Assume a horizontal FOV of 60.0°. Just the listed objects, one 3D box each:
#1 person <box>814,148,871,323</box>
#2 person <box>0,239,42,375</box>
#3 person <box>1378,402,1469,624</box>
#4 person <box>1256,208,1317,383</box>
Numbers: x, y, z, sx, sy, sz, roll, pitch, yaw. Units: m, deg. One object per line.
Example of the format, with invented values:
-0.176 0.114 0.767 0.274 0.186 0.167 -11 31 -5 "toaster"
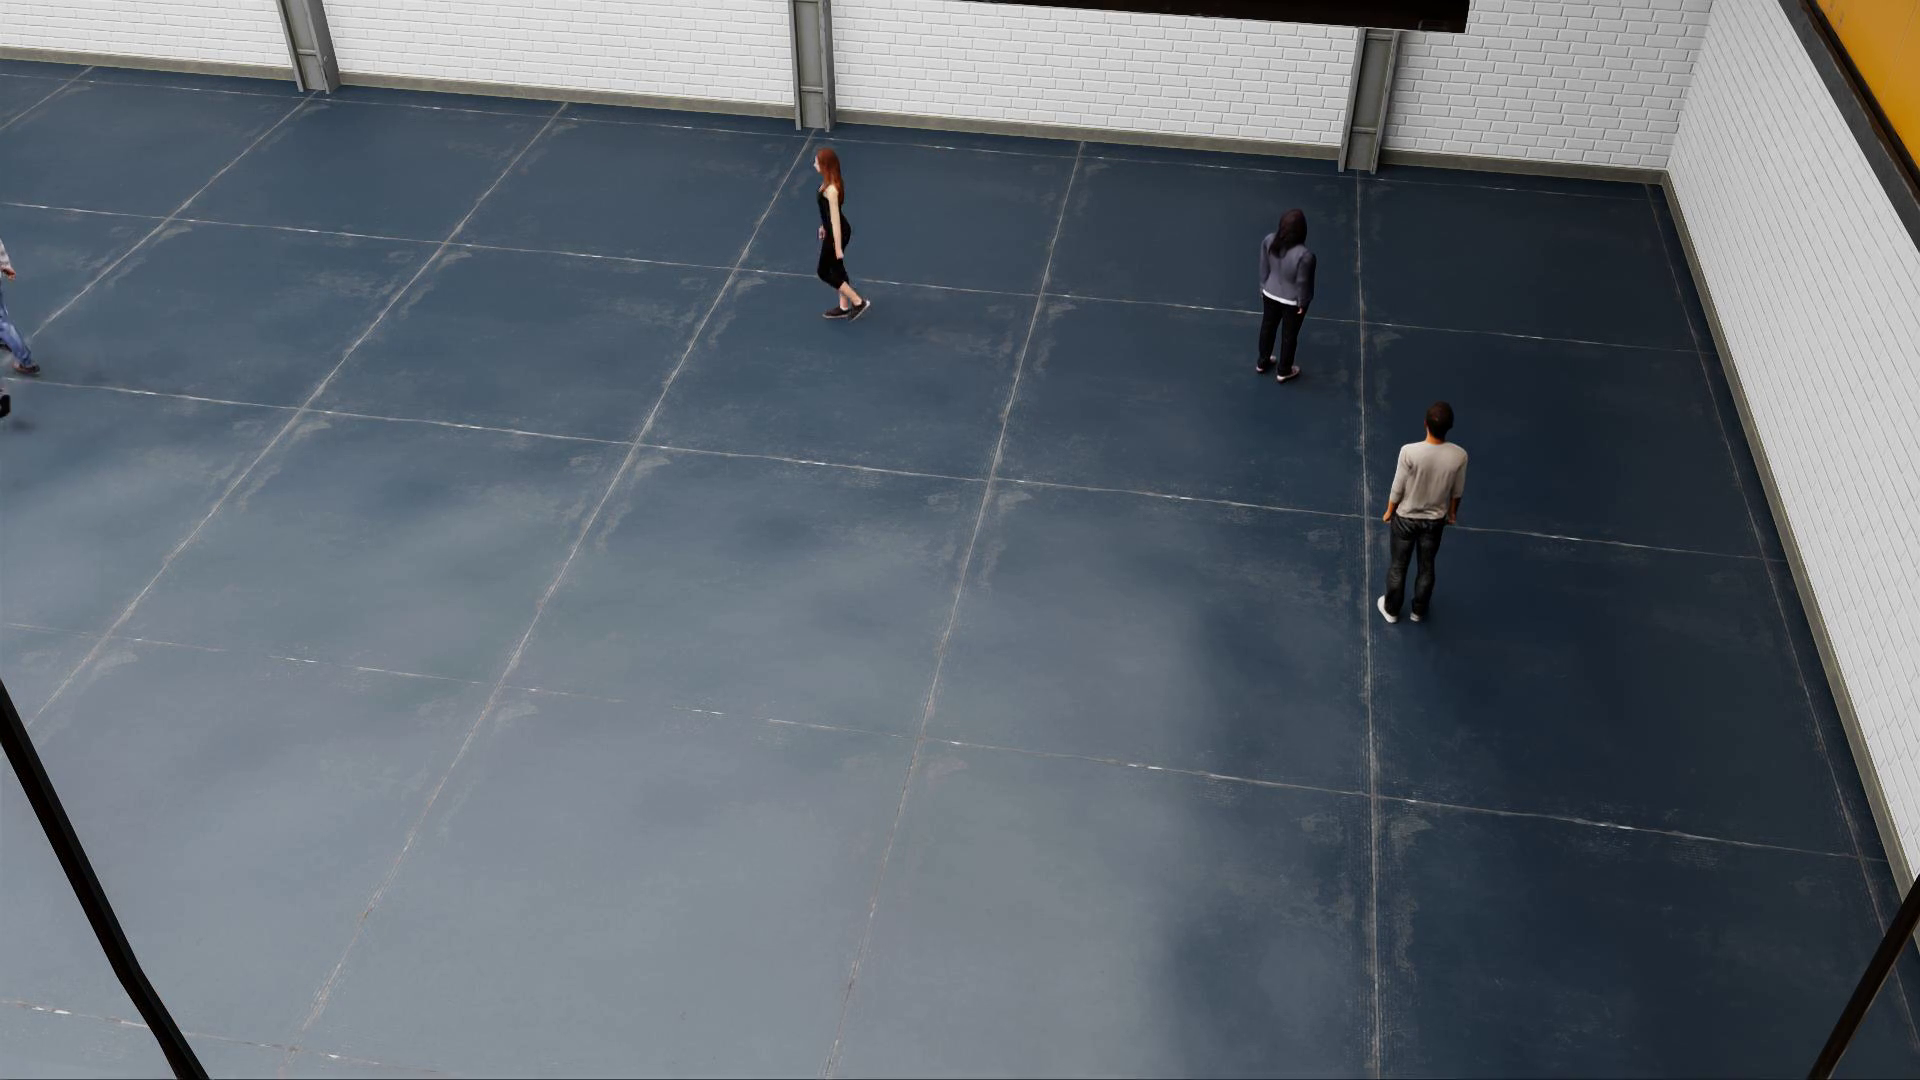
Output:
-1.024 -2.713 14.921 0.730 1.711 0.645 2 39 2 "person"
-8.300 -2.221 14.225 1.095 1.812 0.787 15 41 18 "person"
3.234 -0.175 11.664 0.510 1.810 0.747 2 39 2 "person"
2.788 -2.106 14.253 0.854 1.597 0.778 -31 48 -33 "person"
